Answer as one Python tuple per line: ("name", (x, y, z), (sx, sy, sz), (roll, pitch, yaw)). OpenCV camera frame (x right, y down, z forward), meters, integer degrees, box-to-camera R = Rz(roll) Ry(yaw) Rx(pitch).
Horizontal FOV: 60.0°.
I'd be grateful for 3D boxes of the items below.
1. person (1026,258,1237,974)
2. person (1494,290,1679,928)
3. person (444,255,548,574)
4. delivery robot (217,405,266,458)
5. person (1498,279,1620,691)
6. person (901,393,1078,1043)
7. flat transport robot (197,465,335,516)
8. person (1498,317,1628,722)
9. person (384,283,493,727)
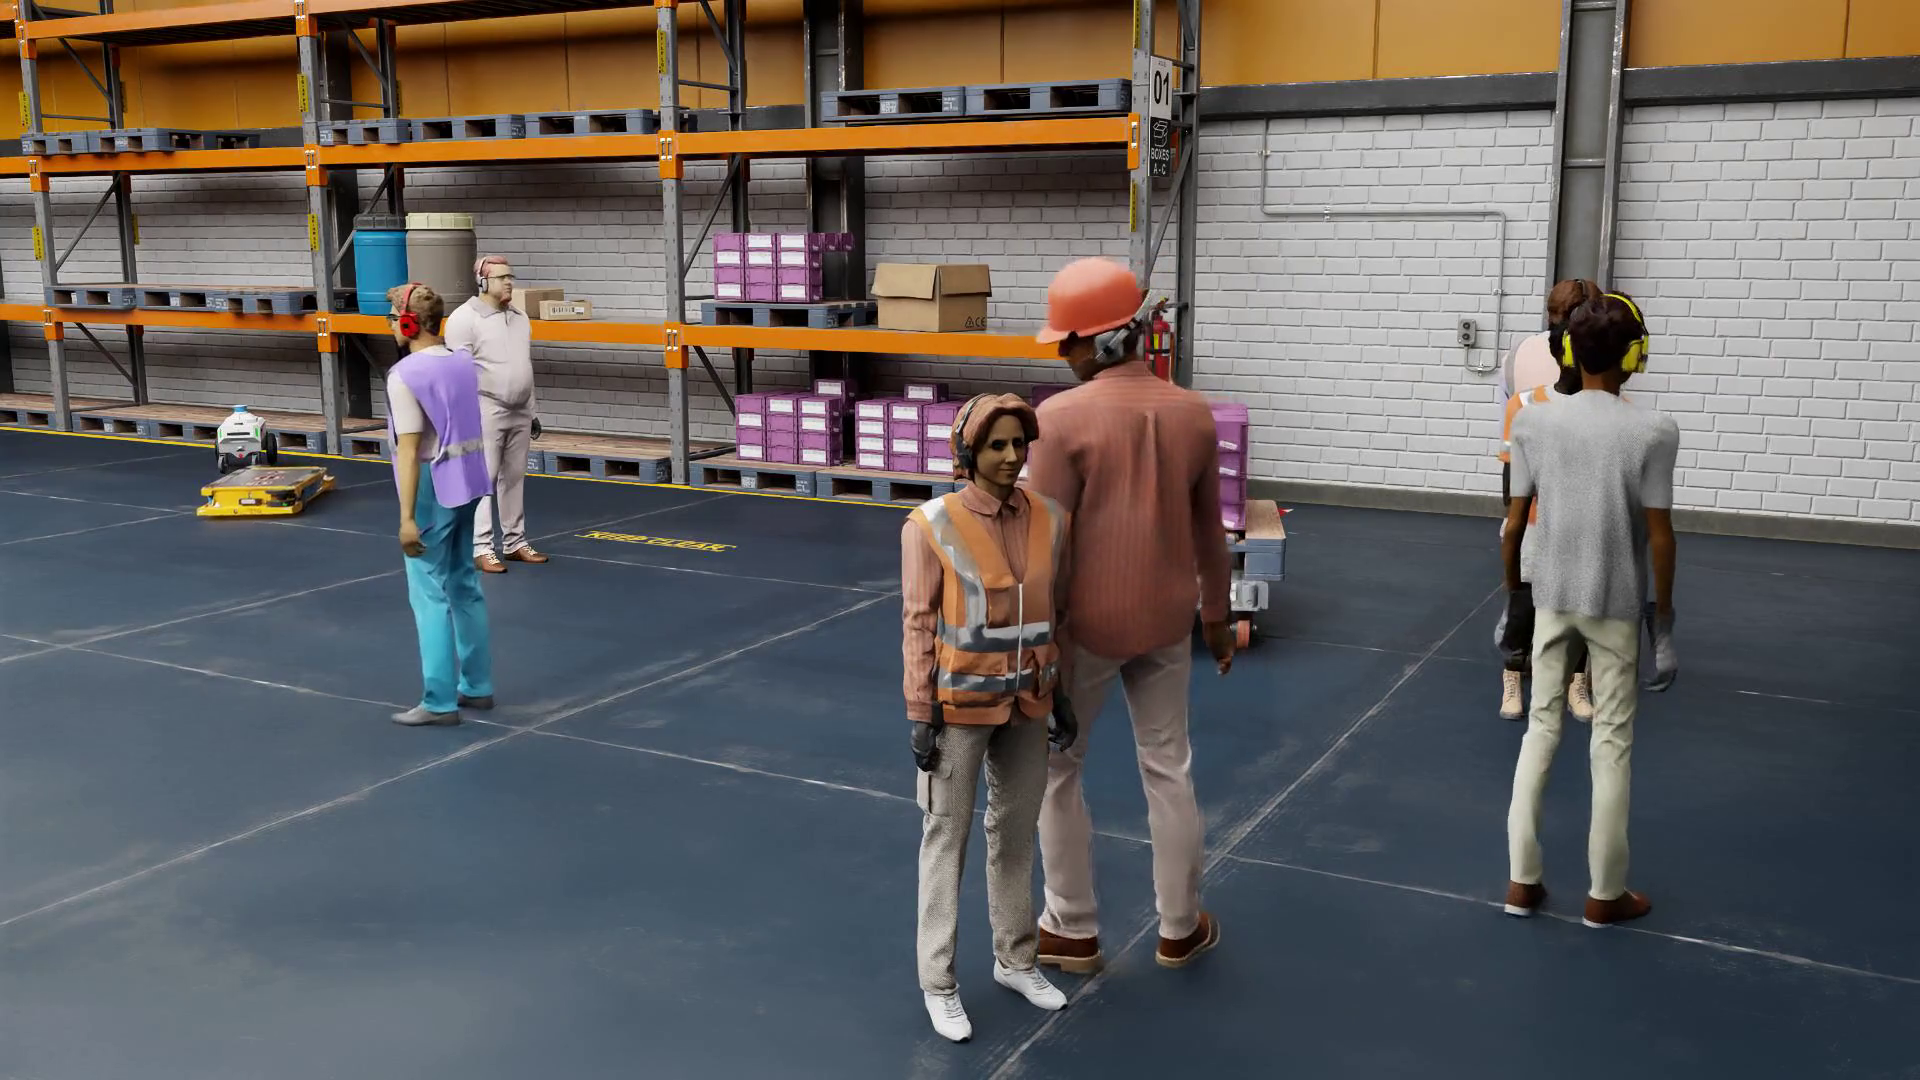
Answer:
("person", (0.435, 0.232, 4.547), (0.731, 1.970, 0.454), (-5, 12, -27))
("person", (1.849, 0.212, 4.885), (0.526, 1.873, 0.326), (9, 14, 41))
("person", (-2.799, -0.768, 10.139), (0.408, 1.913, 0.642), (5, 12, 27))
("delivery robot", (-6.268, -0.937, 14.525), (0.477, 0.478, 0.707), (-3, 11, -18))
("person", (2.705, -0.243, 7.469), (0.430, 1.839, 0.619), (-5, 12, -27))
("person", (0.076, 0.440, 4.262), (0.515, 1.641, 0.309), (-7, 12, -33))
("flat transport robot", (-5.208, -0.386, 12.542), (0.652, 0.197, 1.431), (-2, 10, -8))
("person", (2.513, -0.081, 6.957), (0.533, 1.698, 0.318), (1, 10, 6))
("person", (-2.160, -0.142, 6.923), (0.395, 1.835, 0.575), (2, 11, 11))
